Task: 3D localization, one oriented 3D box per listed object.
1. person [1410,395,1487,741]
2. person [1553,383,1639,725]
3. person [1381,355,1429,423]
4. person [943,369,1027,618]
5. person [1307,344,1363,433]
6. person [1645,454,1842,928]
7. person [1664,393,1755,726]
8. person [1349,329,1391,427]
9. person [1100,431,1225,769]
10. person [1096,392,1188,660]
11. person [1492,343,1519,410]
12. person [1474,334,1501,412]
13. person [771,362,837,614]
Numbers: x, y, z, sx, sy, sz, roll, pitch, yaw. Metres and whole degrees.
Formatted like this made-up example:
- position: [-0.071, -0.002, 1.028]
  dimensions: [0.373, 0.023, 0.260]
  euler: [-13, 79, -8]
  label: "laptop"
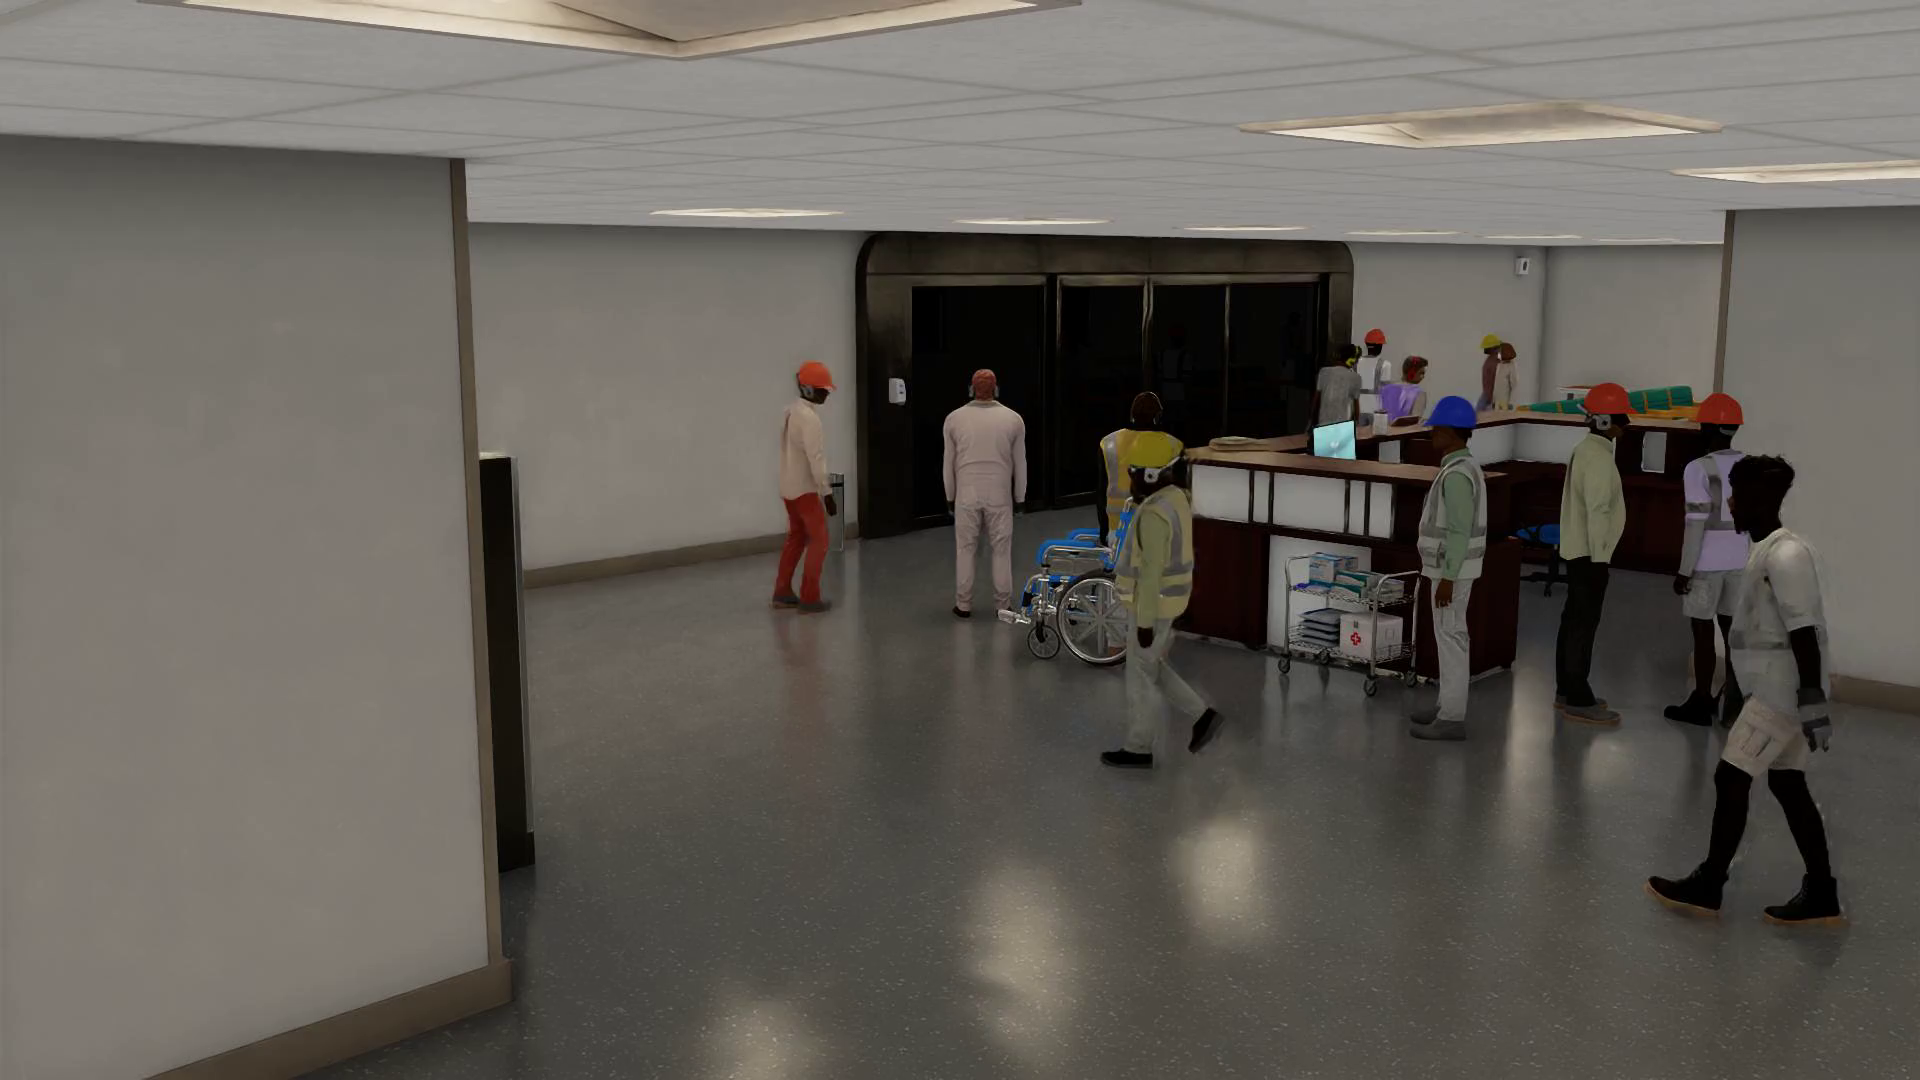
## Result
- position: [2.773, 0.158, 9.411]
  dimensions: [0.378, 1.949, 0.614]
  euler: [3, 10, 17]
  label: "person"
- position: [3.738, 0.071, 9.809]
  dimensions: [0.391, 1.995, 0.613]
  euler: [2, 9, 12]
  label: "person"
- position: [4.288, -0.886, 16.203]
  dimensions: [0.439, 1.820, 0.600]
  euler: [-6, 11, -33]
  label: "person"
- position: [0.191, -0.355, 12.720]
  dimensions: [0.644, 1.900, 0.399]
  euler: [0, 9, 2]
  label: "person"
- position: [4.195, -1.276, 18.617]
  dimensions: [0.649, 1.830, 0.334]
  euler: [2, 9, 11]
  label: "person"
- position: [3.231, 0.613, 6.757]
  dimensions: [0.824, 1.905, 0.693]
  euler: [4, 10, 25]
  label: "person"
- position: [4.385, 0.116, 9.709]
  dimensions: [0.545, 1.939, 0.374]
  euler: [-4, 10, -24]
  label: "person"
- position: [4.971, -1.576, 20.092]
  dimensions: [0.551, 1.935, 0.371]
  euler: [8, 13, 42]
  label: "person"
- position: [1.065, 0.328, 8.775]
  dimensions: [0.553, 1.816, 0.610]
  euler: [3, 10, 19]
  label: "person"
- position: [1.234, -0.085, 11.279]
  dimensions: [0.628, 1.837, 0.430]
  euler: [3, 10, 16]
  label: "person"
- position: [7.579, -1.928, 23.179]
  dimensions: [0.280, 1.633, 0.503]
  euler: [-2, 10, -13]
  label: "person"
- position: [7.479, -2.070, 23.734]
  dimensions: [0.529, 1.730, 0.565]
  euler: [1, 9, 4]
  label: "person"
- position: [-1.182, -0.391, 12.774]
  dimensions: [0.482, 1.951, 0.627]
  euler: [-3, 10, -20]
  label: "person"
